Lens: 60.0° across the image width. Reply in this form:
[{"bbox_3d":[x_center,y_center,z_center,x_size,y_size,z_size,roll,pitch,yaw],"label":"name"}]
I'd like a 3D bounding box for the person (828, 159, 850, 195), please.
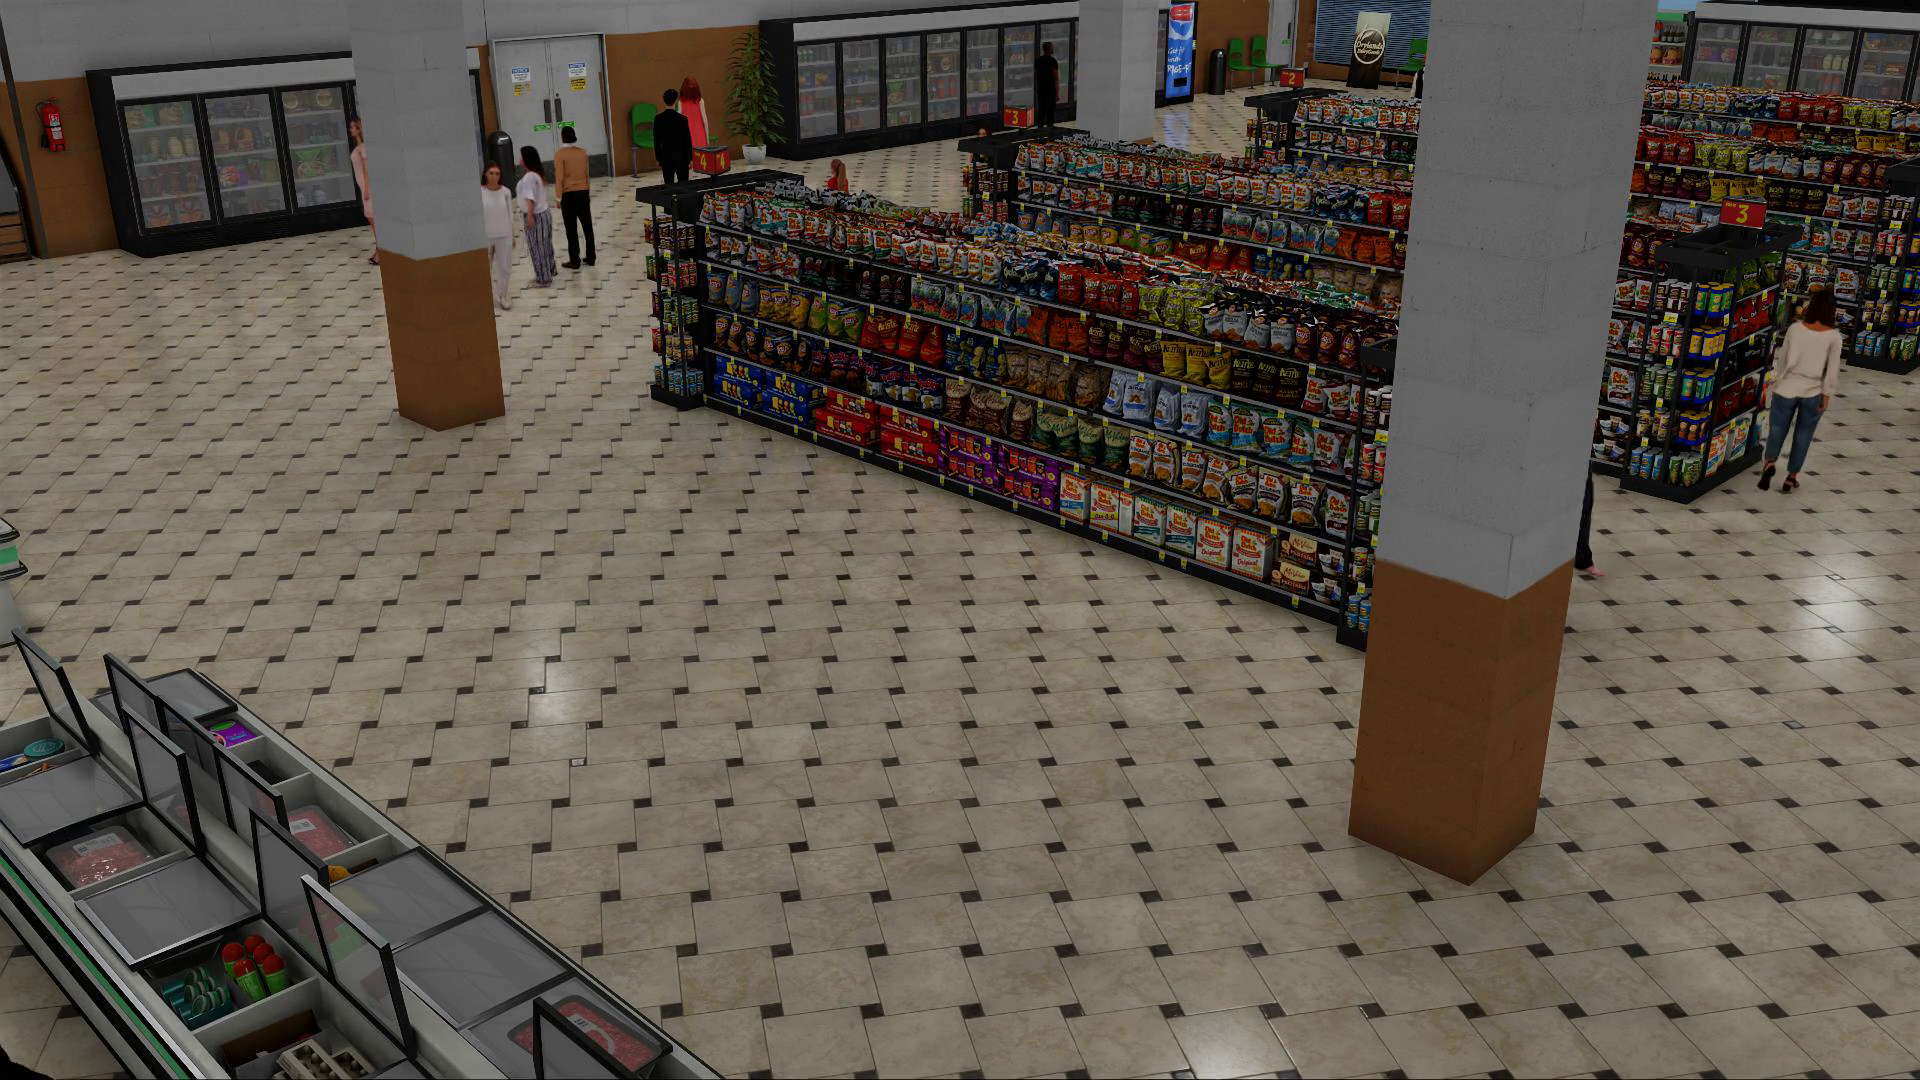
[{"bbox_3d":[-1.552,-4.235,21.341,0.492,1.280,0.496,18,28,37],"label":"person"}]

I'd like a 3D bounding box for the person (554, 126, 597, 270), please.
[{"bbox_3d":[-4.838,-4.302,20.873,0.575,1.754,0.641,20,29,40],"label":"person"}]

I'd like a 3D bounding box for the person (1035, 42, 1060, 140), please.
[{"bbox_3d":[1.591,-8.186,30.449,0.501,1.820,0.727,19,28,39],"label":"person"}]

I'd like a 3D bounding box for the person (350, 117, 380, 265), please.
[{"bbox_3d":[-7.484,-4.425,21.077,0.700,1.829,0.568,-8,23,-19],"label":"person"}]

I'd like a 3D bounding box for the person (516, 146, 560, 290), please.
[{"bbox_3d":[-5.066,-3.877,19.912,0.839,1.680,0.780,0,22,0],"label":"person"}]

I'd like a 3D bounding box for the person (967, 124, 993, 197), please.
[{"bbox_3d":[0.309,-4.420,21.203,0.581,1.726,0.702,8,23,18],"label":"person"}]

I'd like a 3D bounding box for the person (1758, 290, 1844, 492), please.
[{"bbox_3d":[6.593,-1.134,13.107,0.837,1.664,0.715,18,28,38],"label":"person"}]

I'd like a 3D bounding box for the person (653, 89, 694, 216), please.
[{"bbox_3d":[-3.996,-5.338,23.262,0.772,1.894,0.847,2,22,4],"label":"person"}]

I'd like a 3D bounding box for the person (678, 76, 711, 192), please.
[{"bbox_3d":[-4.041,-6.107,25.266,0.646,1.828,0.731,2,22,6],"label":"person"}]

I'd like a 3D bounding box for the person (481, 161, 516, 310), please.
[{"bbox_3d":[-5.302,-3.465,18.906,0.798,1.667,0.927,-6,23,-16],"label":"person"}]
